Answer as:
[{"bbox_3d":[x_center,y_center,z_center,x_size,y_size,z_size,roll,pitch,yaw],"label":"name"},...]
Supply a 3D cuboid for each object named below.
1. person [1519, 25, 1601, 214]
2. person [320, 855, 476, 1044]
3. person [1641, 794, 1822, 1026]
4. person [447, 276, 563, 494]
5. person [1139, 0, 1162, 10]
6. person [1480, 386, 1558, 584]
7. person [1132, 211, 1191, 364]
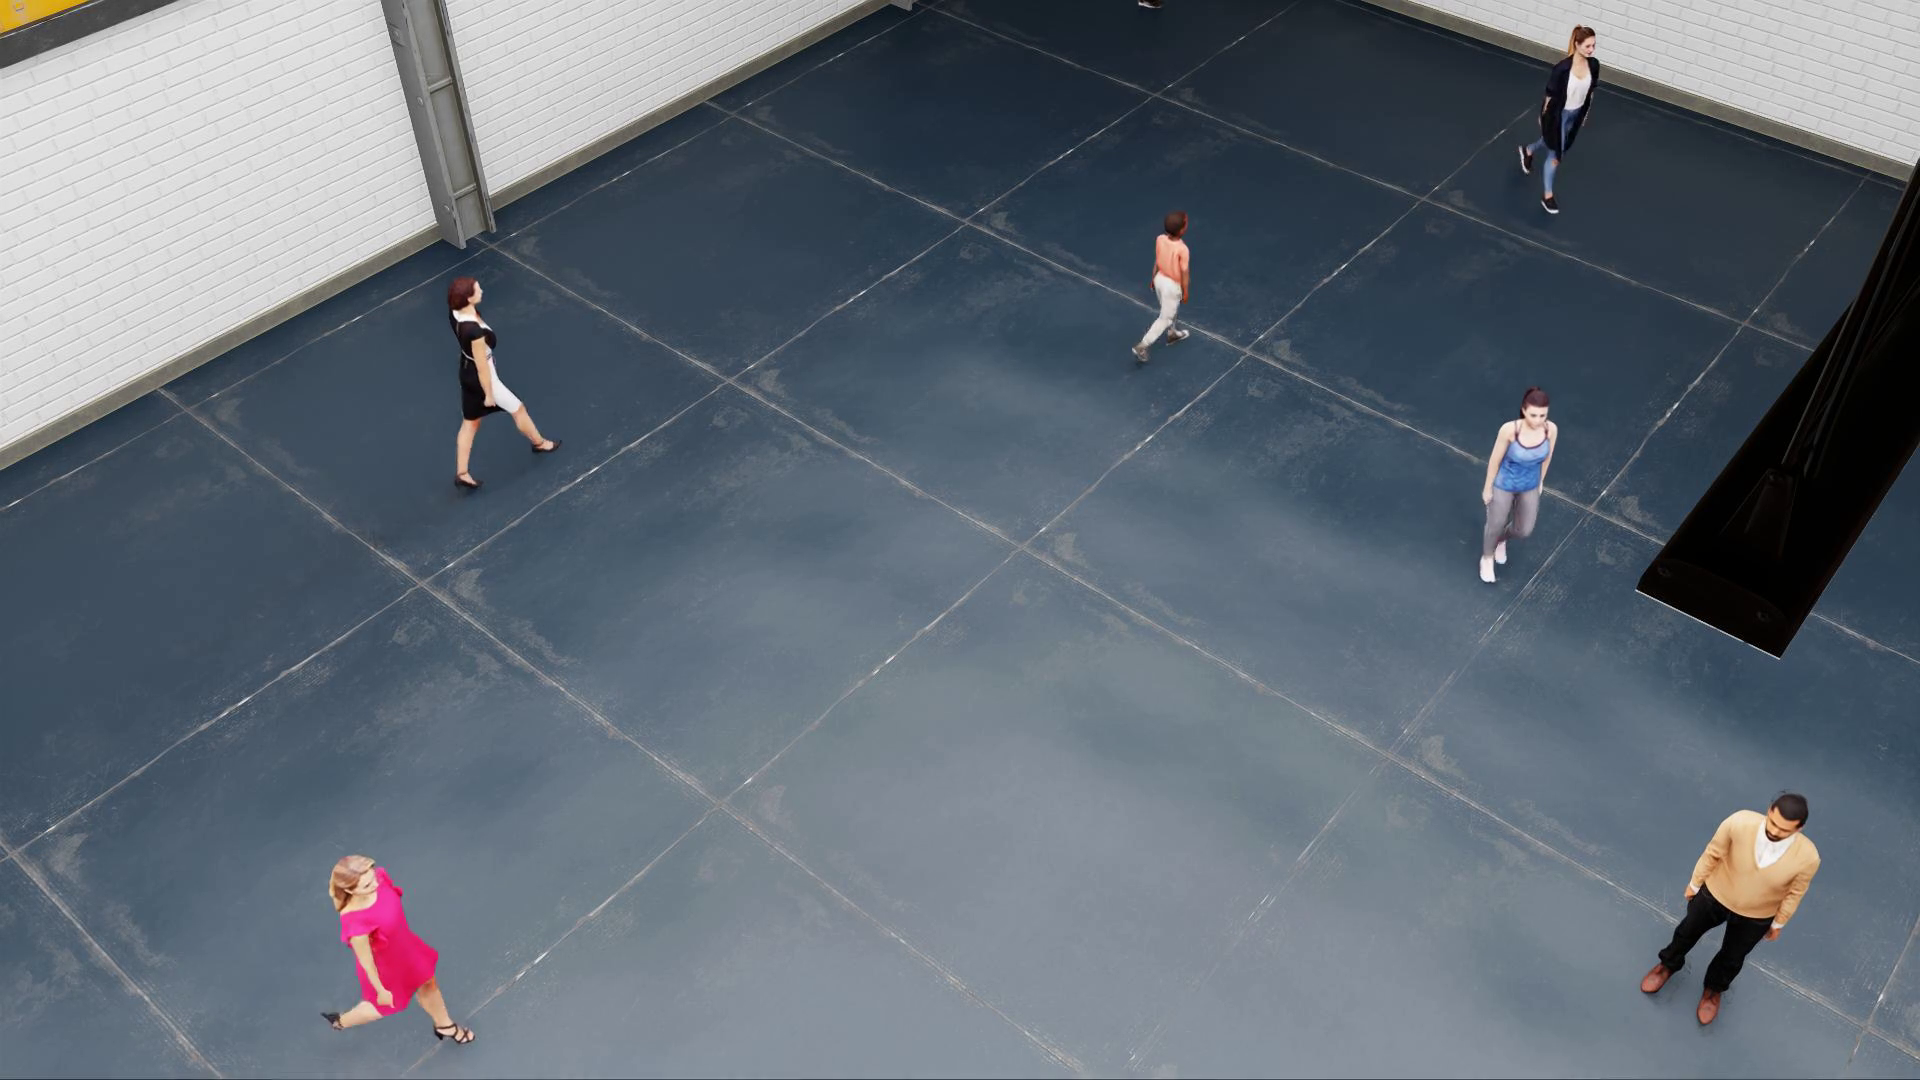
[{"bbox_3d":[5.311,-3.818,14.809,1.108,1.654,1.079,-11,45,-11],"label":"person"},{"bbox_3d":[-3.026,2.146,8.518,0.999,1.697,1.011,1,44,1],"label":"person"},{"bbox_3d":[4.091,1.896,8.740,0.670,1.752,0.578,27,50,25],"label":"person"},{"bbox_3d":[-3.480,-1.073,11.858,1.133,1.751,0.679,-33,52,-30],"label":"person"},{"bbox_3d":[2.089,-6.423,17.710,0.739,1.425,0.713,-26,49,-25],"label":"person"},{"bbox_3d":[3.742,-0.407,11.268,0.723,1.598,0.781,-1,44,-1],"label":"person"},{"bbox_3d":[1.613,-1.997,13.154,0.919,1.300,0.631,-27,50,-25],"label":"person"}]
